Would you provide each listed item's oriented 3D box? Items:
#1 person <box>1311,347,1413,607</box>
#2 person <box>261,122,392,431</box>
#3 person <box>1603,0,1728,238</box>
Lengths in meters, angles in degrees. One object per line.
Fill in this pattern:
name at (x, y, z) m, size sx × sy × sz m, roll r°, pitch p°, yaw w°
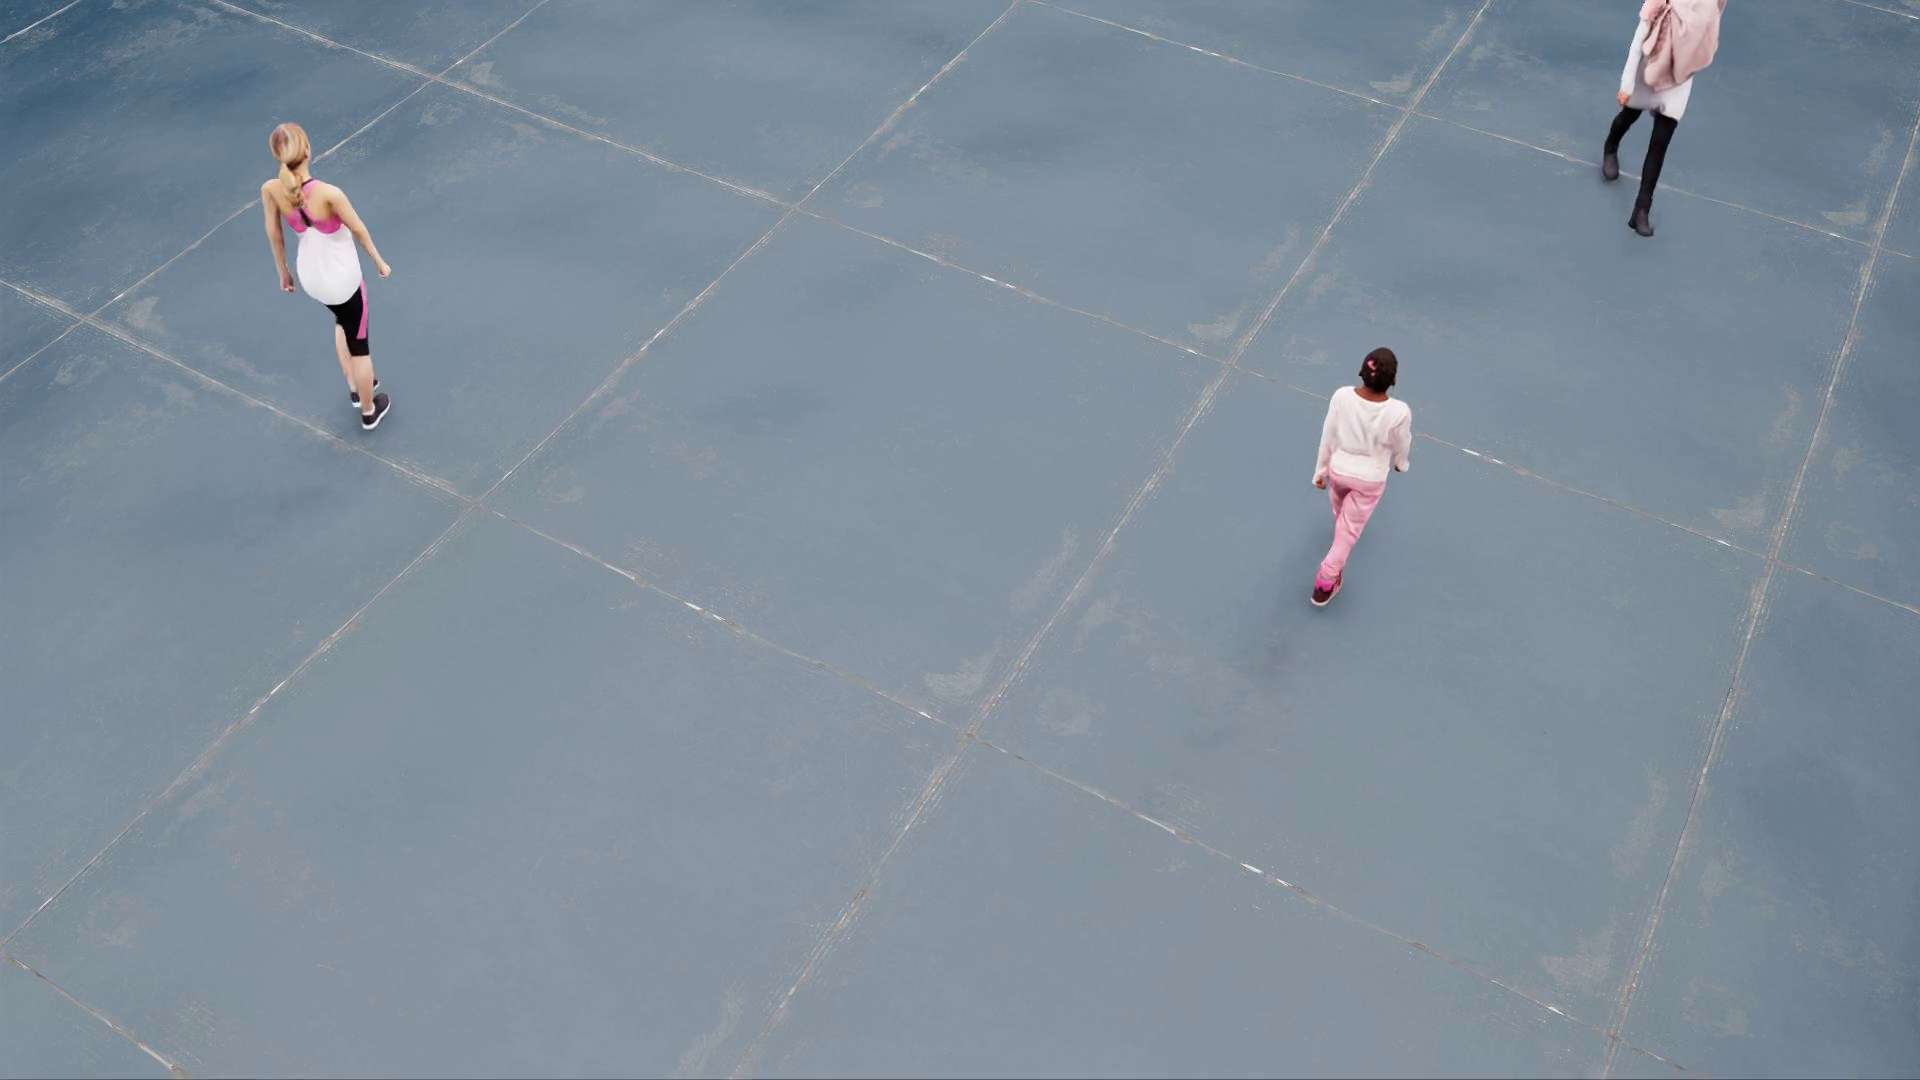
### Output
person at (1.853, -0.276, 7.862) m, size 0.930 × 1.410 × 0.637 m, roll 26°, pitch 53°, yaw 22°
person at (-3.252, -1.258, 8.528) m, size 0.665 × 1.767 × 0.791 m, roll 10°, pitch 48°, yaw 9°
person at (4.157, -2.803, 9.969) m, size 1.231 × 1.747 × 1.100 m, roll 1°, pitch 47°, yaw 1°
